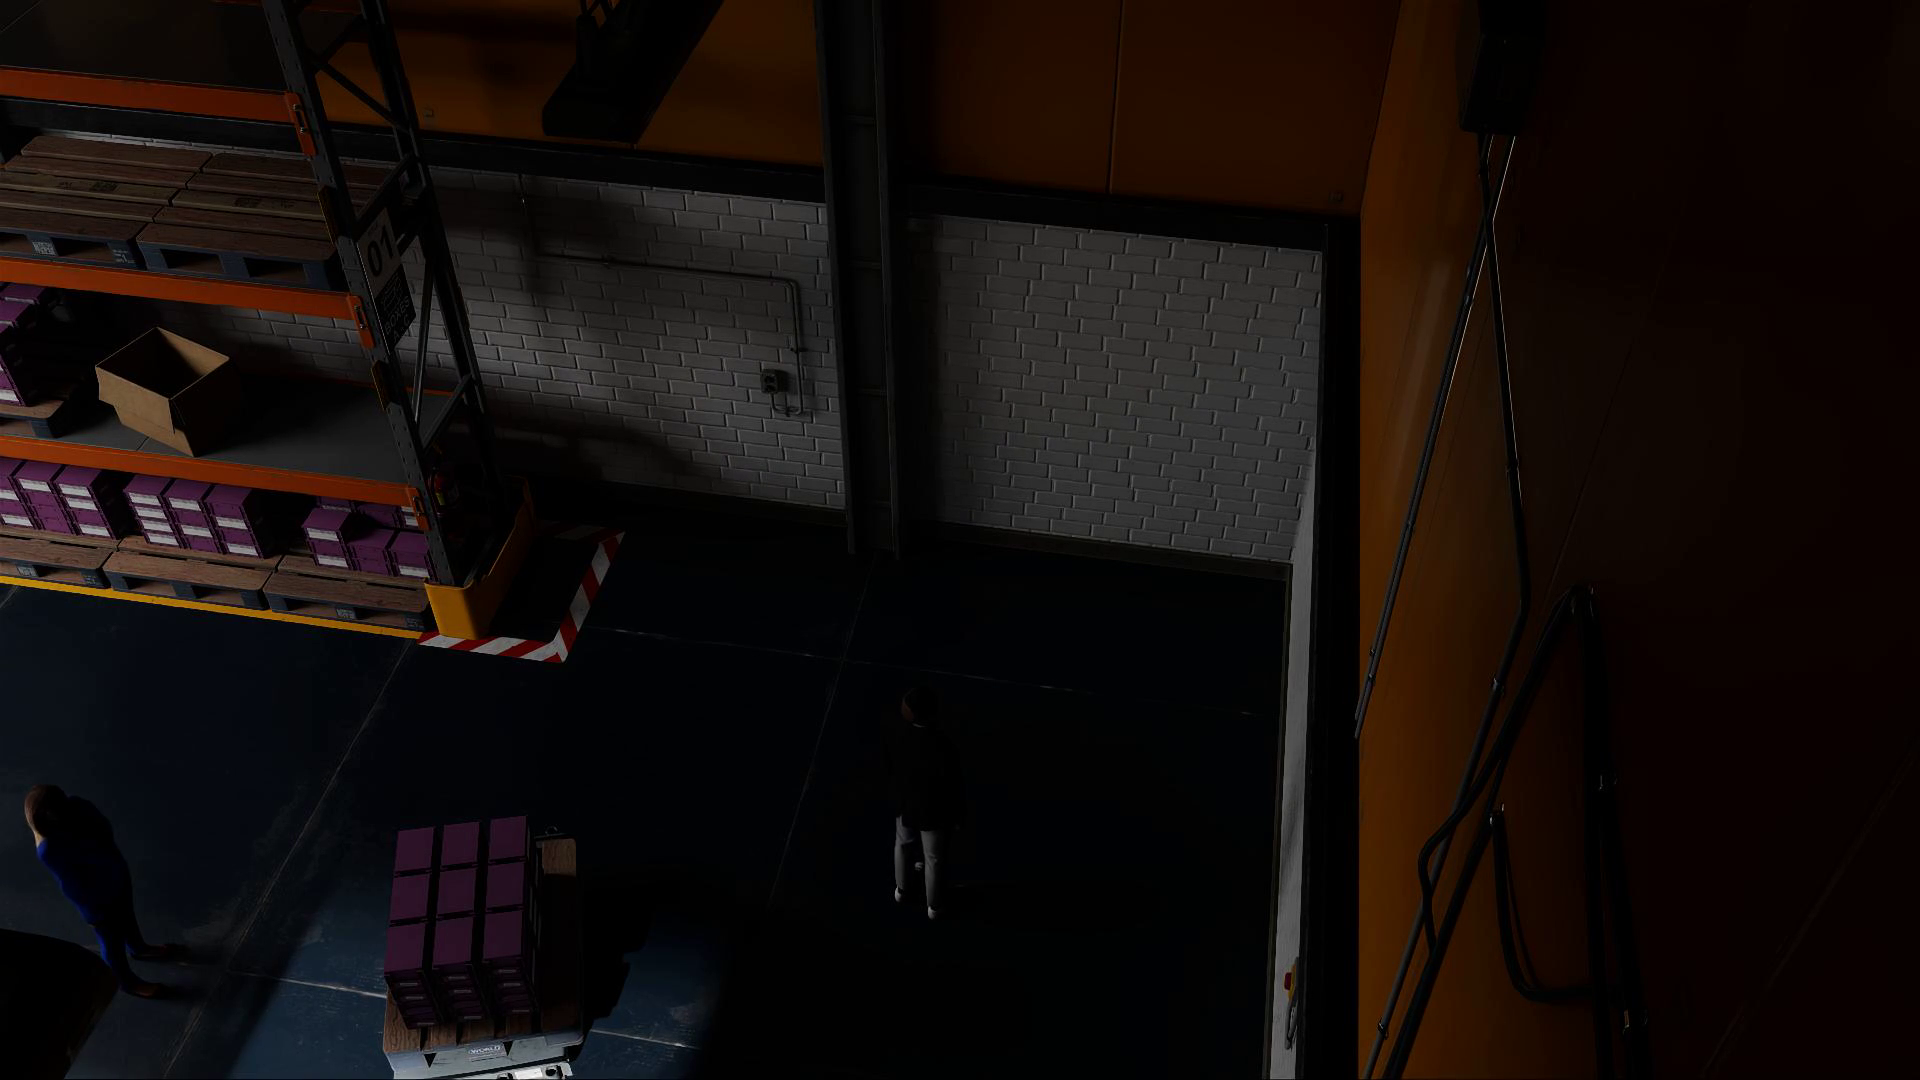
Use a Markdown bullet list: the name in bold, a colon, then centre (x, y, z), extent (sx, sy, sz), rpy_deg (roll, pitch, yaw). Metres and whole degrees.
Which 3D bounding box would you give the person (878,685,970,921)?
- **person**: centre (-0.216, 1.446, 9.351), extent (0.701, 1.950, 0.850), rpy_deg (26, 49, 25)

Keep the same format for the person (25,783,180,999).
- **person**: centre (-4.704, 1.889, 9.067), extent (0.642, 1.700, 0.685), rpy_deg (-5, 44, -5)
